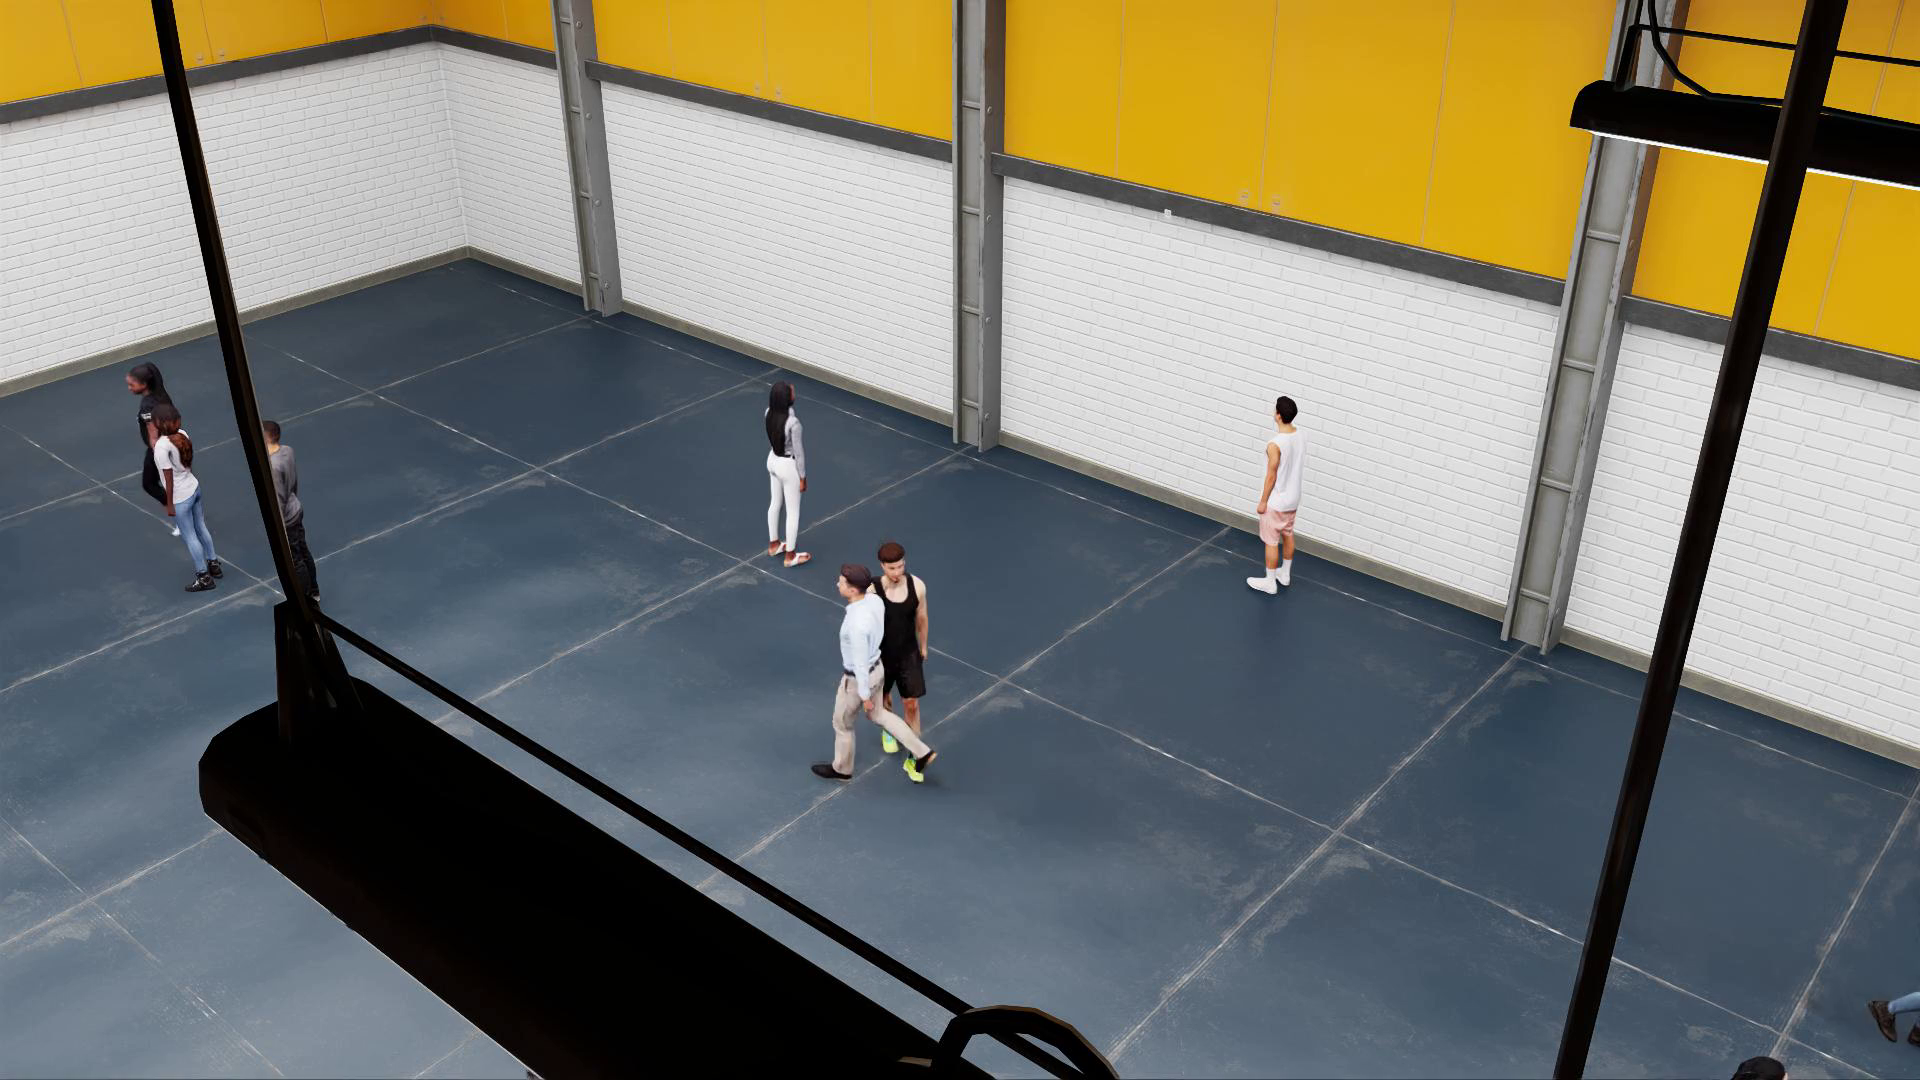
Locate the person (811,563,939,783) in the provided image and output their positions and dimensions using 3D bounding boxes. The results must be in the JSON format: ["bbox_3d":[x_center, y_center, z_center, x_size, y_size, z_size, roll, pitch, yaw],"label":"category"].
[{"bbox_3d":[-0.604,0.989,11.715,1.245,1.813,0.955,7,29,12],"label":"person"}]

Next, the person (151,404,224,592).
[{"bbox_3d":[-6.681,-0.378,14.320,0.707,1.720,0.668,1,29,2],"label":"person"}]

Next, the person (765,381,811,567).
[{"bbox_3d":[-1.547,-0.607,14.738,0.688,1.722,0.517,-22,35,-34],"label":"person"}]

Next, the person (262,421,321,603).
[{"bbox_3d":[-5.645,-0.196,13.943,0.751,1.761,0.695,-2,29,-3],"label":"person"}]

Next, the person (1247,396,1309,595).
[{"bbox_3d":[2.751,-0.381,14.254,0.670,1.787,0.615,-23,36,-35],"label":"person"}]

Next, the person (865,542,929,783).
[{"bbox_3d":[-0.495,0.777,12.064,1.016,1.852,1.127,-7,29,-13],"label":"person"}]

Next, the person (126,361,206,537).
[{"bbox_3d":[-7.114,-0.786,15.053,0.863,1.734,0.803,-1,29,-2],"label":"person"}]
